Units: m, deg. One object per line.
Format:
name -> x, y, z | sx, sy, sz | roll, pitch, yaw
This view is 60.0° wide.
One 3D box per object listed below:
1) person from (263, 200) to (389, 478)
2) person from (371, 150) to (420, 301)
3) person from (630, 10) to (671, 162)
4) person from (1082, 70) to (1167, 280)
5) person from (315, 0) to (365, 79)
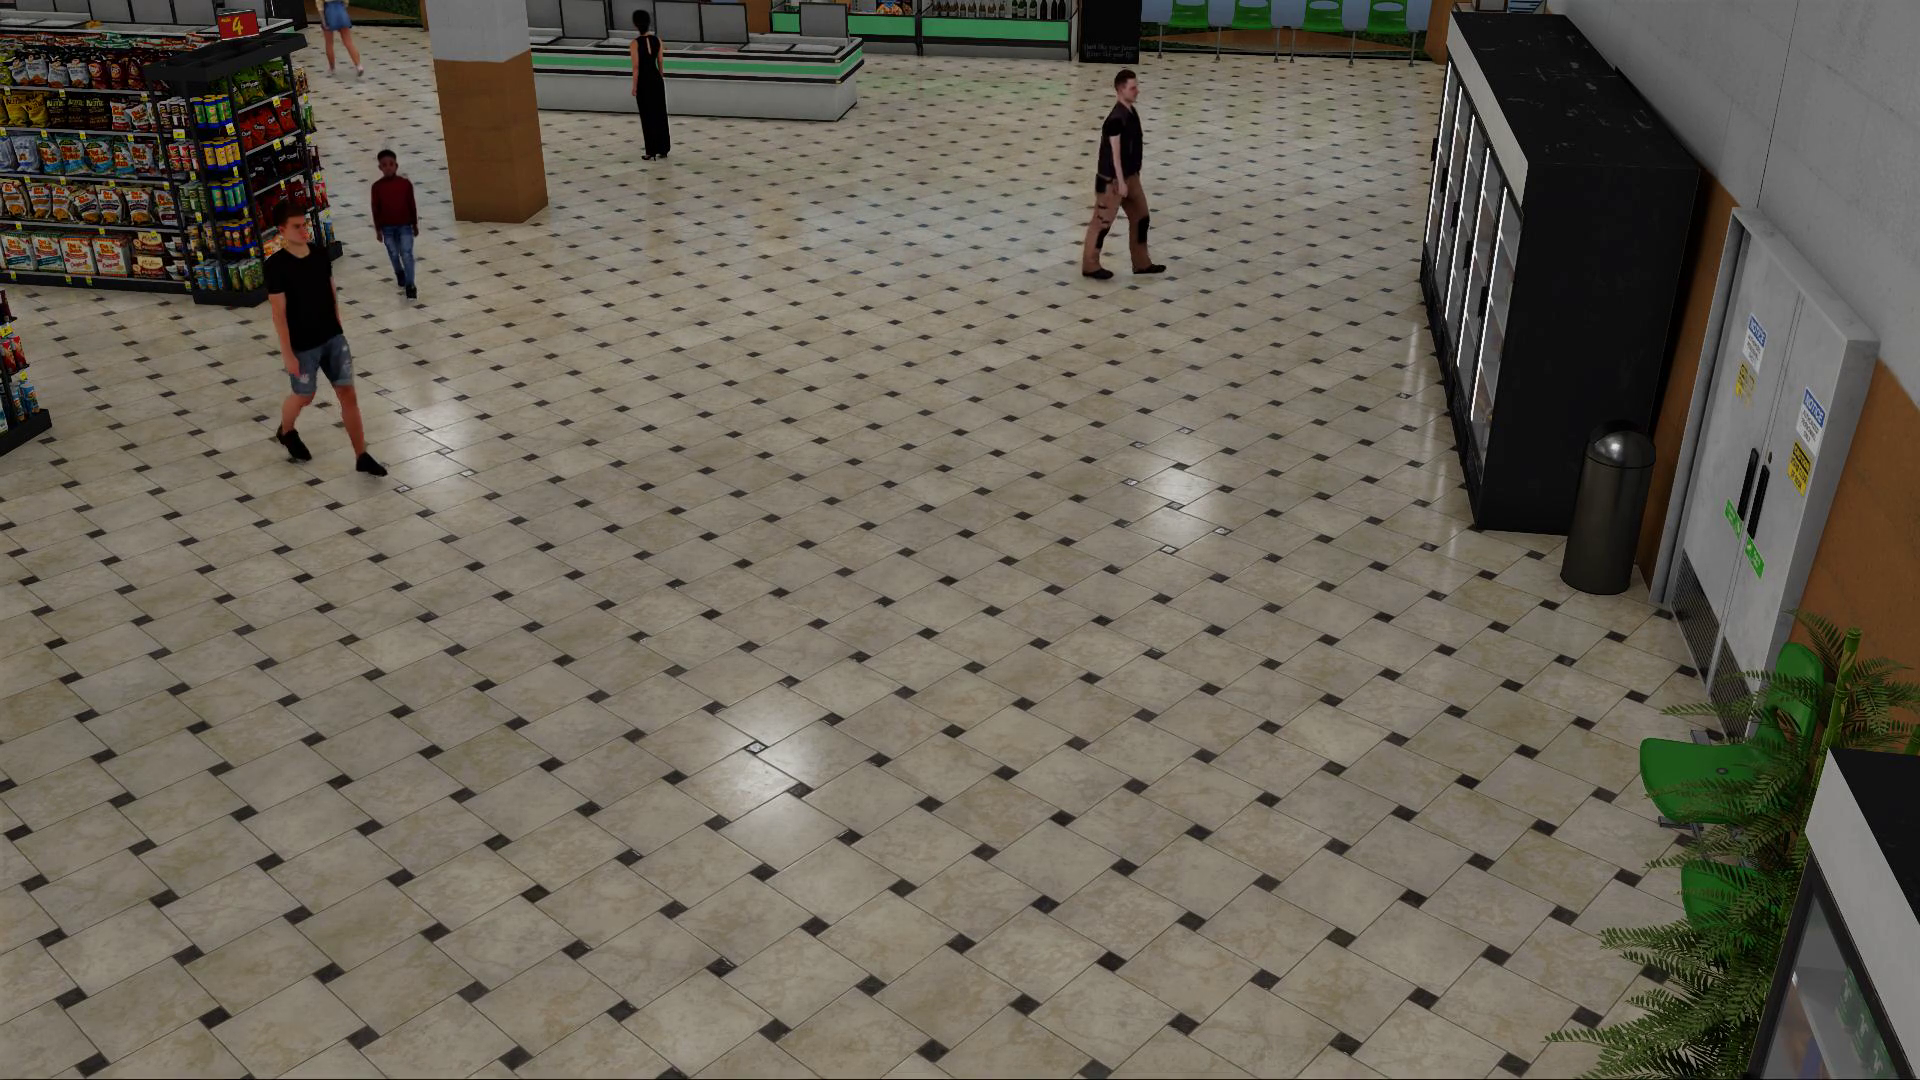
person -> -4.264, -1.294, 10.782 | 1.308, 1.815, 1.025 | 17, 32, 30
person -> -4.831, -2.713, 14.223 | 0.893, 1.234, 0.807 | -8, 28, -15
person -> -3.428, -5.011, 18.344 | 0.686, 1.604, 0.666 | 23, 35, 37
person -> 1.284, -3.161, 14.465 | 1.024, 1.813, 0.838 | 12, 29, 22
person -> -8.301, -6.965, 22.208 | 1.079, 1.596, 1.203 | -21, 34, -35
